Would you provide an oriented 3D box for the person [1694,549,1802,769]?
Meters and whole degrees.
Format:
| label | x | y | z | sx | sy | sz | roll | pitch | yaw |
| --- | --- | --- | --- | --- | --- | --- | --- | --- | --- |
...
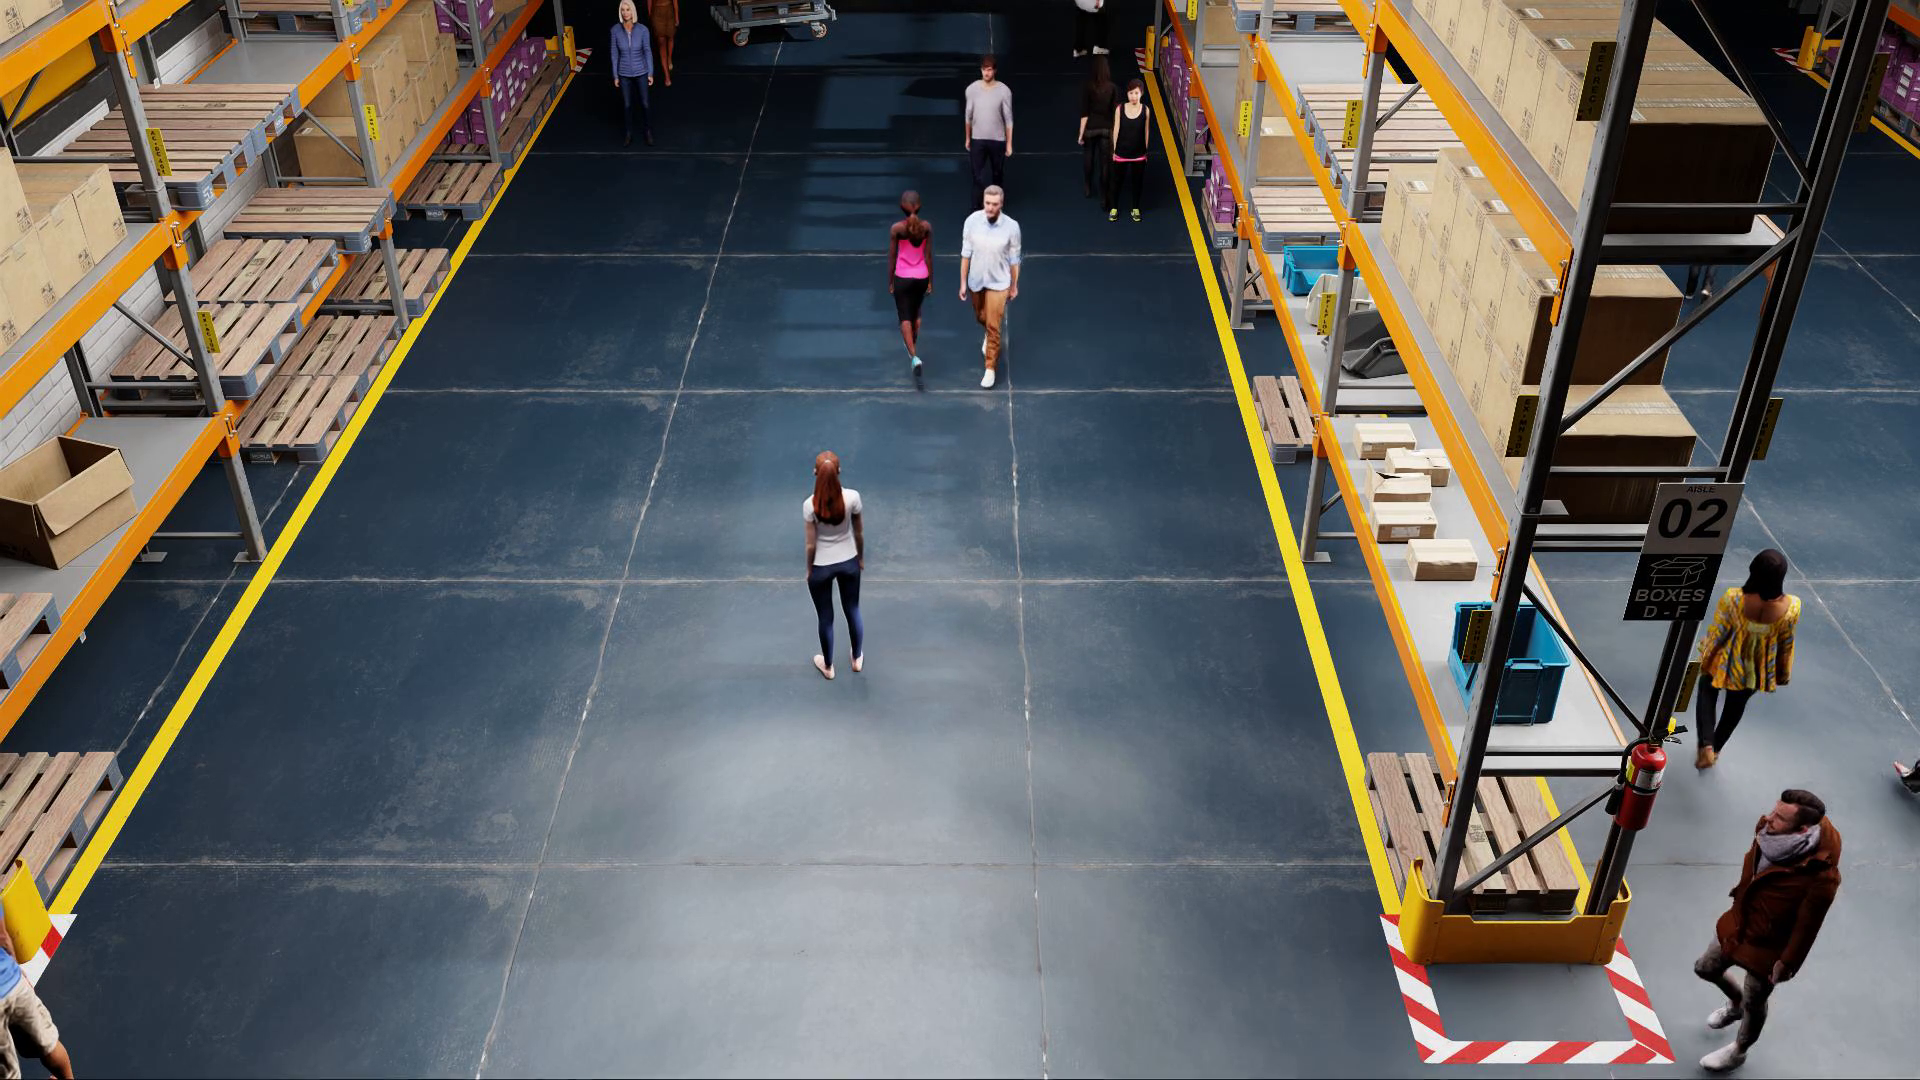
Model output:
| label | x | y | z | sx | sy | sz | roll | pitch | yaw |
| --- | --- | --- | --- | --- | --- | --- | --- | --- | --- |
| person | 4.859 | 0.806 | 10.349 | 0.826 | 1.643 | 0.906 | 9 | 35 | 13 |

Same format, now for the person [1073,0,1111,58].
| label | x | y | z | sx | sy | sz | roll | pitch | yaw |
| --- | --- | --- | --- | --- | --- | --- | --- | --- | --- |
| person | 1.731 | -7.419 | 22.699 | 0.909 | 1.671 | 0.848 | -26 | 41 | -33 |

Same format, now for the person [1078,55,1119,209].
| label | x | y | z | sx | sy | sz | roll | pitch | yaw |
| --- | --- | --- | --- | --- | --- | --- | --- | --- | --- |
| person | 1.541 | -4.472 | 18.331 | 0.642 | 1.598 | 0.835 | -2 | 34 | -2 |

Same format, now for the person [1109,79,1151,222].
| label | x | y | z | sx | sy | sz | roll | pitch | yaw |
| --- | --- | --- | --- | --- | --- | --- | --- | --- | --- |
| person | 1.849 | -4.233 | 18.013 | 0.545 | 1.552 | 0.514 | 1 | 34 | 2 |

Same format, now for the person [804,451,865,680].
| label | x | y | z | sx | sy | sz | roll | pitch | yaw |
| --- | --- | --- | --- | --- | --- | --- | --- | --- | --- |
| person | -0.847 | 0.175 | 11.211 | 0.626 | 1.739 | 0.628 | -11 | 35 | -16 |

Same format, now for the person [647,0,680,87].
| label | x | y | z | sx | sy | sz | roll | pitch | yaw |
| --- | --- | --- | --- | --- | --- | --- | --- | --- | --- |
| person | -3.896 | -6.887 | 21.928 | 0.751 | 1.639 | 1.149 | -8 | 34 | -12 |

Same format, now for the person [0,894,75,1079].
| label | x | y | z | sx | sy | sz | roll | pitch | yaw |
| --- | --- | --- | --- | --- | --- | --- | --- | --- | --- |
| person | -4.697 | 2.208 | 8.040 | 0.787 | 1.864 | 0.637 | 12 | 35 | 17 |

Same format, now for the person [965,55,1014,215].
| label | x | y | z | sx | sy | sz | roll | pitch | yaw |
| --- | --- | --- | --- | --- | --- | --- | --- | --- | --- |
| person | 0.332 | -4.319 | 17.925 | 0.798 | 1.792 | 1.176 | 4 | 34 | 6 |

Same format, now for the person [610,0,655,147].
| label | x | y | z | sx | sy | sz | roll | pitch | yaw |
| --- | --- | --- | --- | --- | --- | --- | --- | --- | --- |
| person | -3.915 | -5.605 | 19.903 | 0.664 | 1.745 | 0.569 | -3 | 34 | -5 |

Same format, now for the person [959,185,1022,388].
| label | x | y | z | sx | sy | sz | roll | pitch | yaw |
| --- | --- | --- | --- | --- | --- | --- | --- | --- | --- |
| person | 0.272 | -2.361 | 14.977 | 0.927 | 1.795 | 1.239 | 11 | 35 | 16 |

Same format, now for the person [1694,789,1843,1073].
| label | x | y | z | sx | sy | sz | roll | pitch | yaw |
| --- | --- | --- | --- | --- | --- | --- | --- | --- | --- |
| person | 4.157 | 1.976 | 8.428 | 0.868 | 1.822 | 0.748 | -10 | 35 | -15 |

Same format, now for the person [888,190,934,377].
| label | x | y | z | sx | sy | sz | roll | pitch | yaw |
| --- | --- | --- | --- | --- | --- | --- | --- | --- | --- |
| person | -0.424 | -2.293 | 14.959 | 0.715 | 1.702 | 1.093 | -7 | 34 | -11 |
